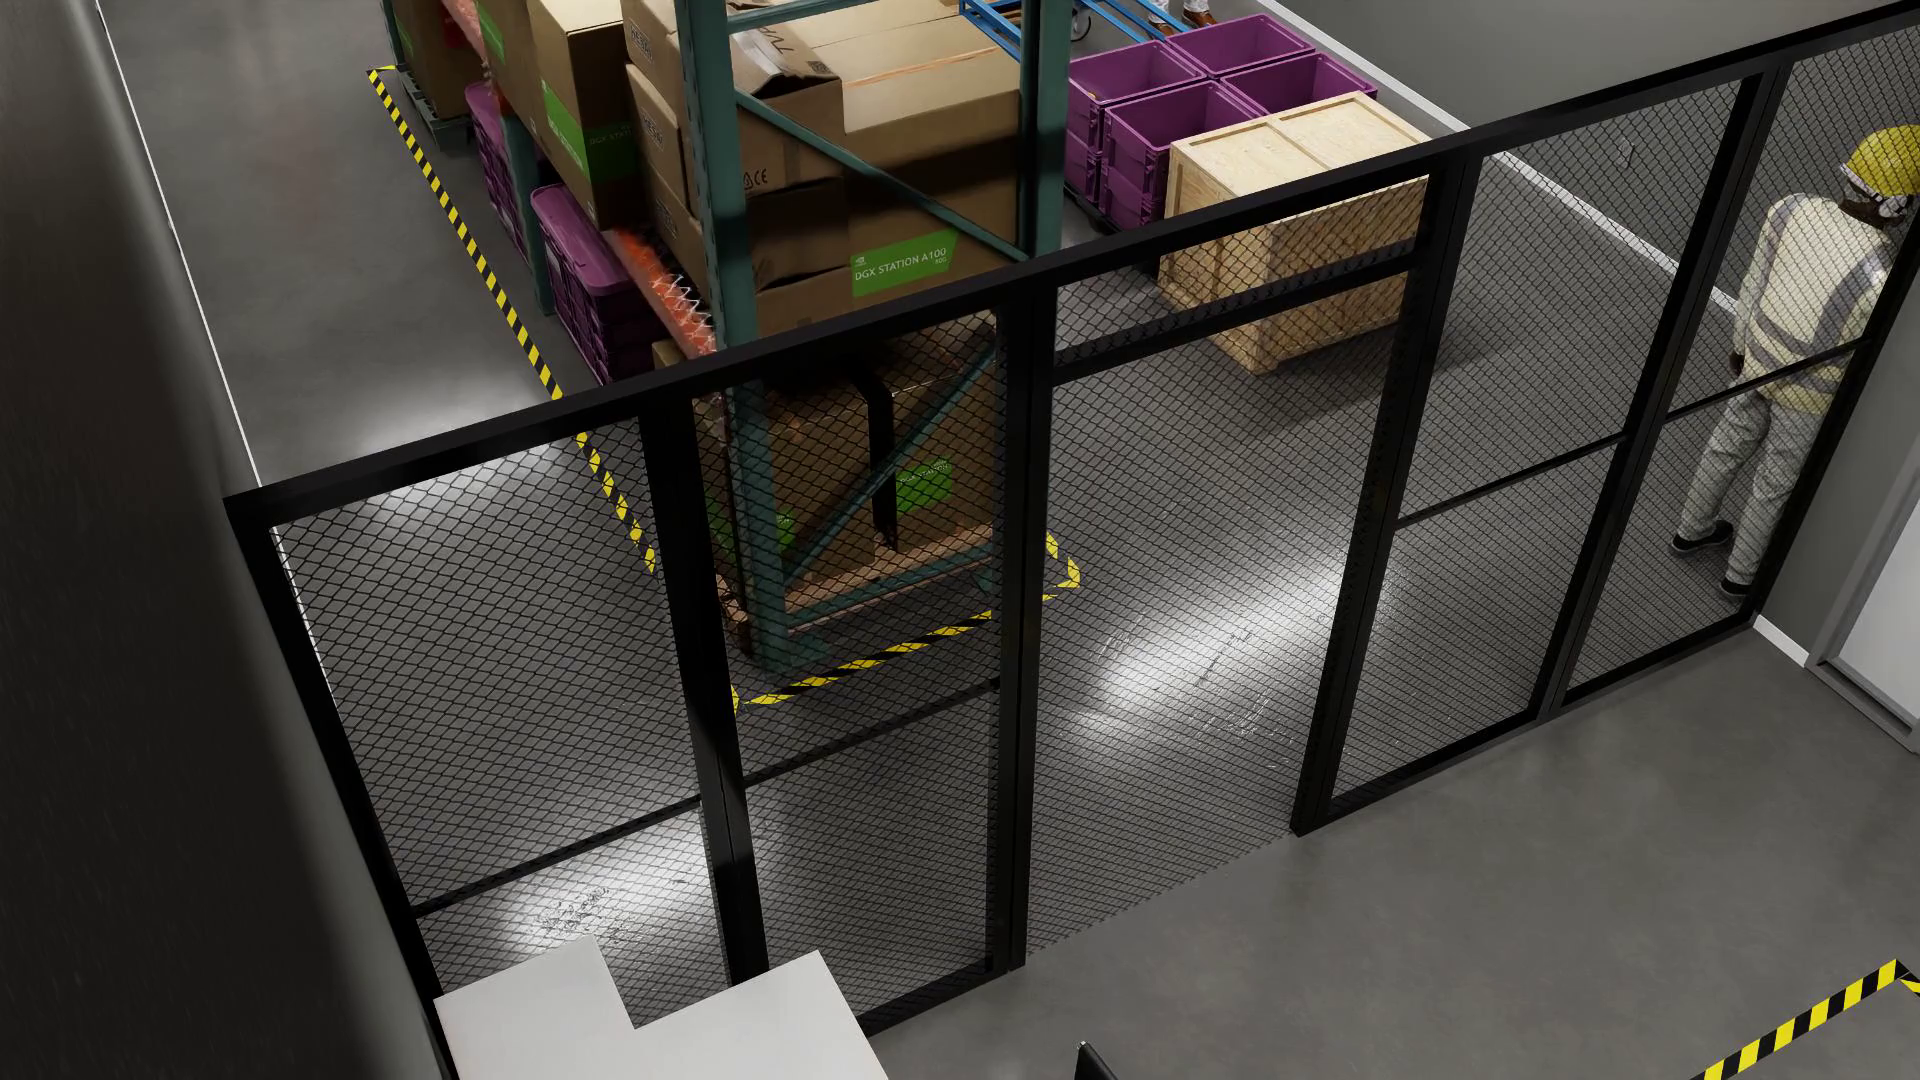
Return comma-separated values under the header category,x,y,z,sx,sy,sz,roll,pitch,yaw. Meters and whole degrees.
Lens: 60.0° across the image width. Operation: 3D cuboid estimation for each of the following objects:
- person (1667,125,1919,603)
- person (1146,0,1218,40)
category,x,y,z,sx,sy,sz,roll,pitch,yaw
person,2.863,-0.569,5.645,0.404,1.832,0.600,-15,44,-15
person,1.275,-3.622,8.907,0.636,1.938,0.358,-22,47,-22
